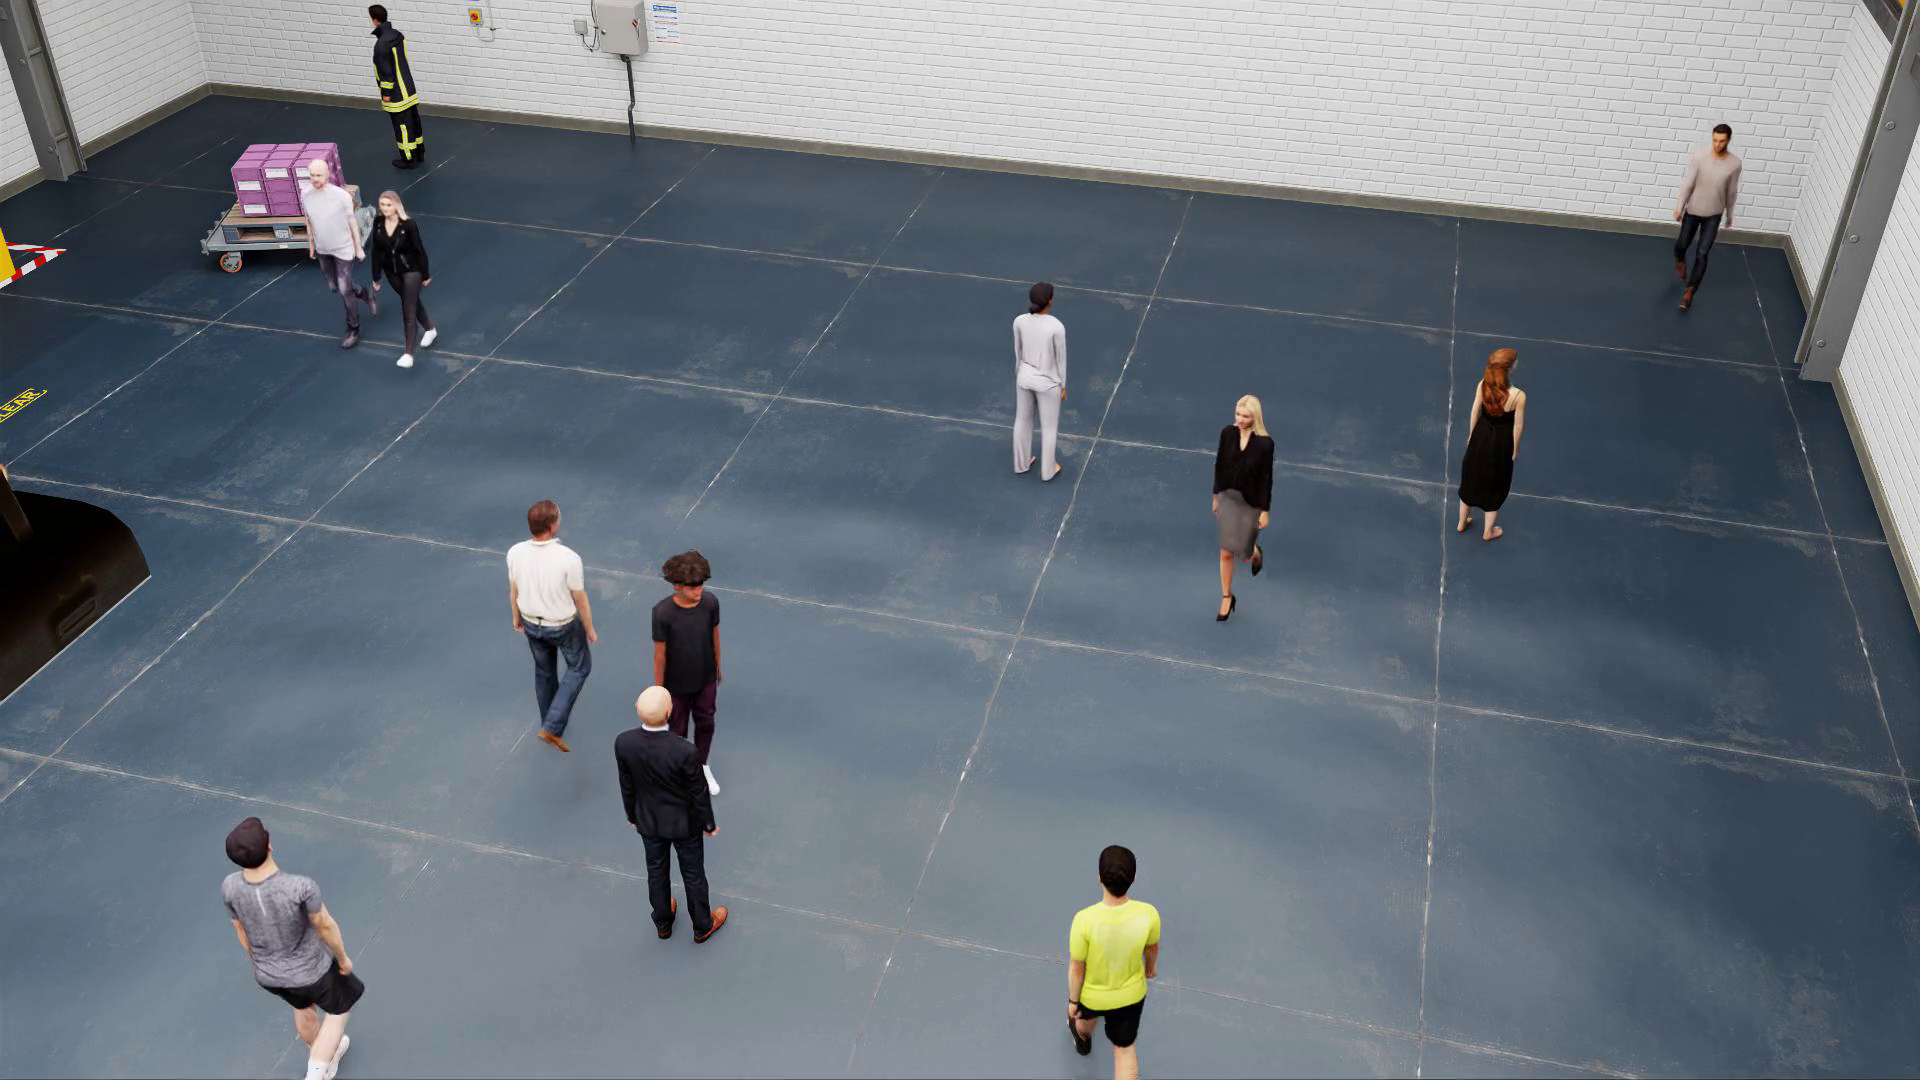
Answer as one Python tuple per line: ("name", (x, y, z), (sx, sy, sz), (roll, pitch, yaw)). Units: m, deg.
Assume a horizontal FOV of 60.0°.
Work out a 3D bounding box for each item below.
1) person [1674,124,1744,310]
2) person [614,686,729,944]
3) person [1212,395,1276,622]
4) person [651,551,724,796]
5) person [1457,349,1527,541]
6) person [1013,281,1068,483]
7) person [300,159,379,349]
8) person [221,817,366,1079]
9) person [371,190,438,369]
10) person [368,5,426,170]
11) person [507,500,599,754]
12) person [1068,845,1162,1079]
("person", (7.434, -3.302, 16.632), (0.826, 1.827, 1.237), (12, 35, 18))
("person", (-1.636, 1.554, 9.350), (0.686, 1.800, 0.574), (7, 34, 10))
("person", (2.075, -0.252, 12.042), (0.803, 1.828, 0.972), (21, 39, 29))
("person", (-1.755, 0.799, 10.523), (0.924, 1.759, 0.975), (-18, 38, -25))
("person", (4.140, -0.748, 12.972), (0.653, 1.626, 0.681), (25, 41, 32))
("person", (0.653, -1.307, 13.715), (0.674, 1.733, 0.632), (19, 38, 26))
("person", (-5.901, -2.795, 15.885), (0.694, 1.808, 1.012), (7, 34, 10))
("person", (-3.370, 2.189, 8.349), (0.755, 1.851, 0.988), (3, 34, 5))
("person", (-5.178, -2.506, 15.603), (0.653, 1.641, 1.116), (7, 34, 10))
("person", (-6.650, -5.367, 19.652), (0.876, 1.922, 0.652), (4, 34, 6))
("person", (-2.652, 0.616, 10.735), (0.707, 1.830, 0.835), (6, 34, 9))
("person", (0.780, 2.295, 8.357), (0.918, 1.666, 1.196), (-4, 34, -6))
